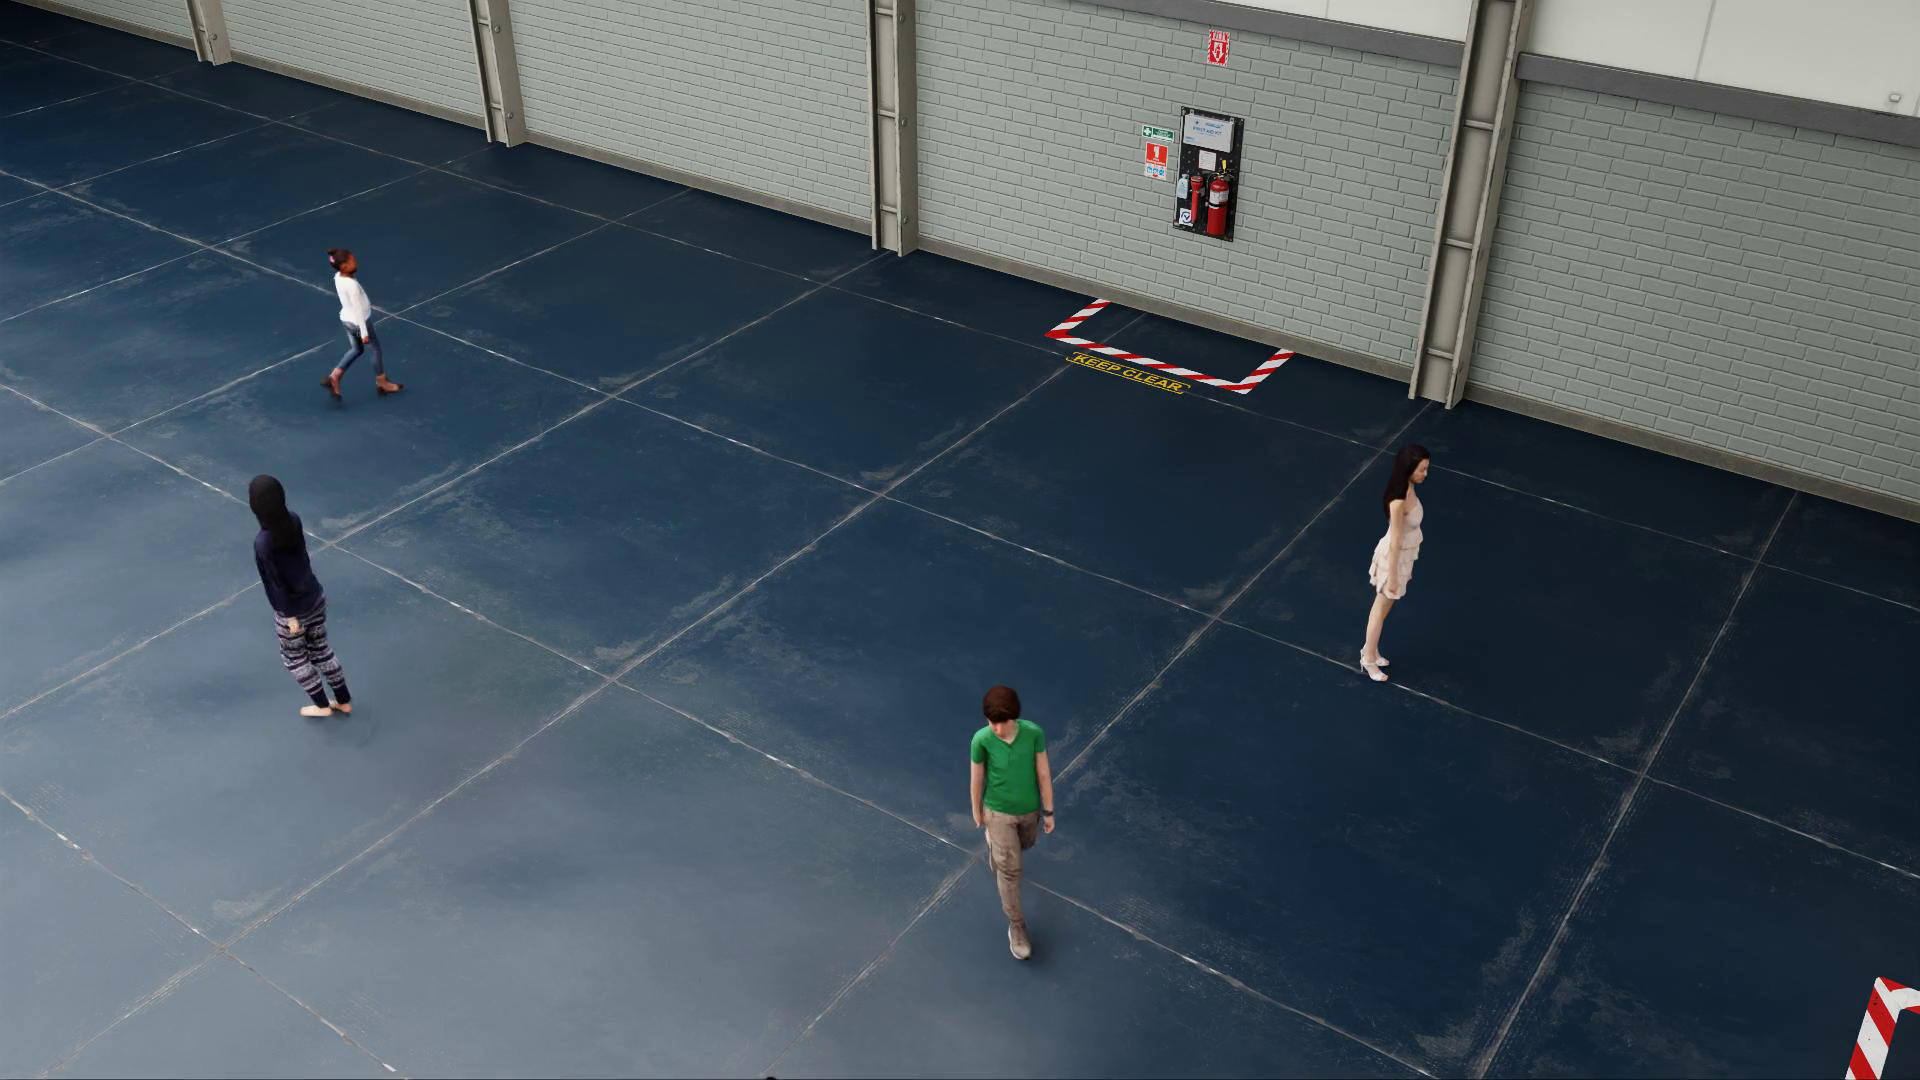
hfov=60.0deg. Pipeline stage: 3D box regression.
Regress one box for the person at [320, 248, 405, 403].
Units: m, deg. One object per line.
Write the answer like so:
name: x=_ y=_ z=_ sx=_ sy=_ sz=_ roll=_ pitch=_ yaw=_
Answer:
person: x=-5.263 y=-1.846 z=14.340 sx=0.757 sy=1.434 sz=0.909 roll=-23 pitch=39 yaw=-31

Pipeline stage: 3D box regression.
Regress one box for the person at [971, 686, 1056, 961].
person: x=0.263 y=1.399 z=9.024 sx=1.045 sy=1.617 sz=1.147 roll=-9 pitch=33 yaw=-13

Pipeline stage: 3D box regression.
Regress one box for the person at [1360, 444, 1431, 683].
person: x=2.827 y=0.143 z=10.901 sx=0.614 sy=1.738 sz=0.634 roll=11 pitch=34 yaw=17

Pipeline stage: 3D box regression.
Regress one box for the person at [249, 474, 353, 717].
person: x=-4.138 y=0.409 z=10.521 sx=0.747 sy=1.693 sz=0.717 roll=2 pitch=32 yaw=3
